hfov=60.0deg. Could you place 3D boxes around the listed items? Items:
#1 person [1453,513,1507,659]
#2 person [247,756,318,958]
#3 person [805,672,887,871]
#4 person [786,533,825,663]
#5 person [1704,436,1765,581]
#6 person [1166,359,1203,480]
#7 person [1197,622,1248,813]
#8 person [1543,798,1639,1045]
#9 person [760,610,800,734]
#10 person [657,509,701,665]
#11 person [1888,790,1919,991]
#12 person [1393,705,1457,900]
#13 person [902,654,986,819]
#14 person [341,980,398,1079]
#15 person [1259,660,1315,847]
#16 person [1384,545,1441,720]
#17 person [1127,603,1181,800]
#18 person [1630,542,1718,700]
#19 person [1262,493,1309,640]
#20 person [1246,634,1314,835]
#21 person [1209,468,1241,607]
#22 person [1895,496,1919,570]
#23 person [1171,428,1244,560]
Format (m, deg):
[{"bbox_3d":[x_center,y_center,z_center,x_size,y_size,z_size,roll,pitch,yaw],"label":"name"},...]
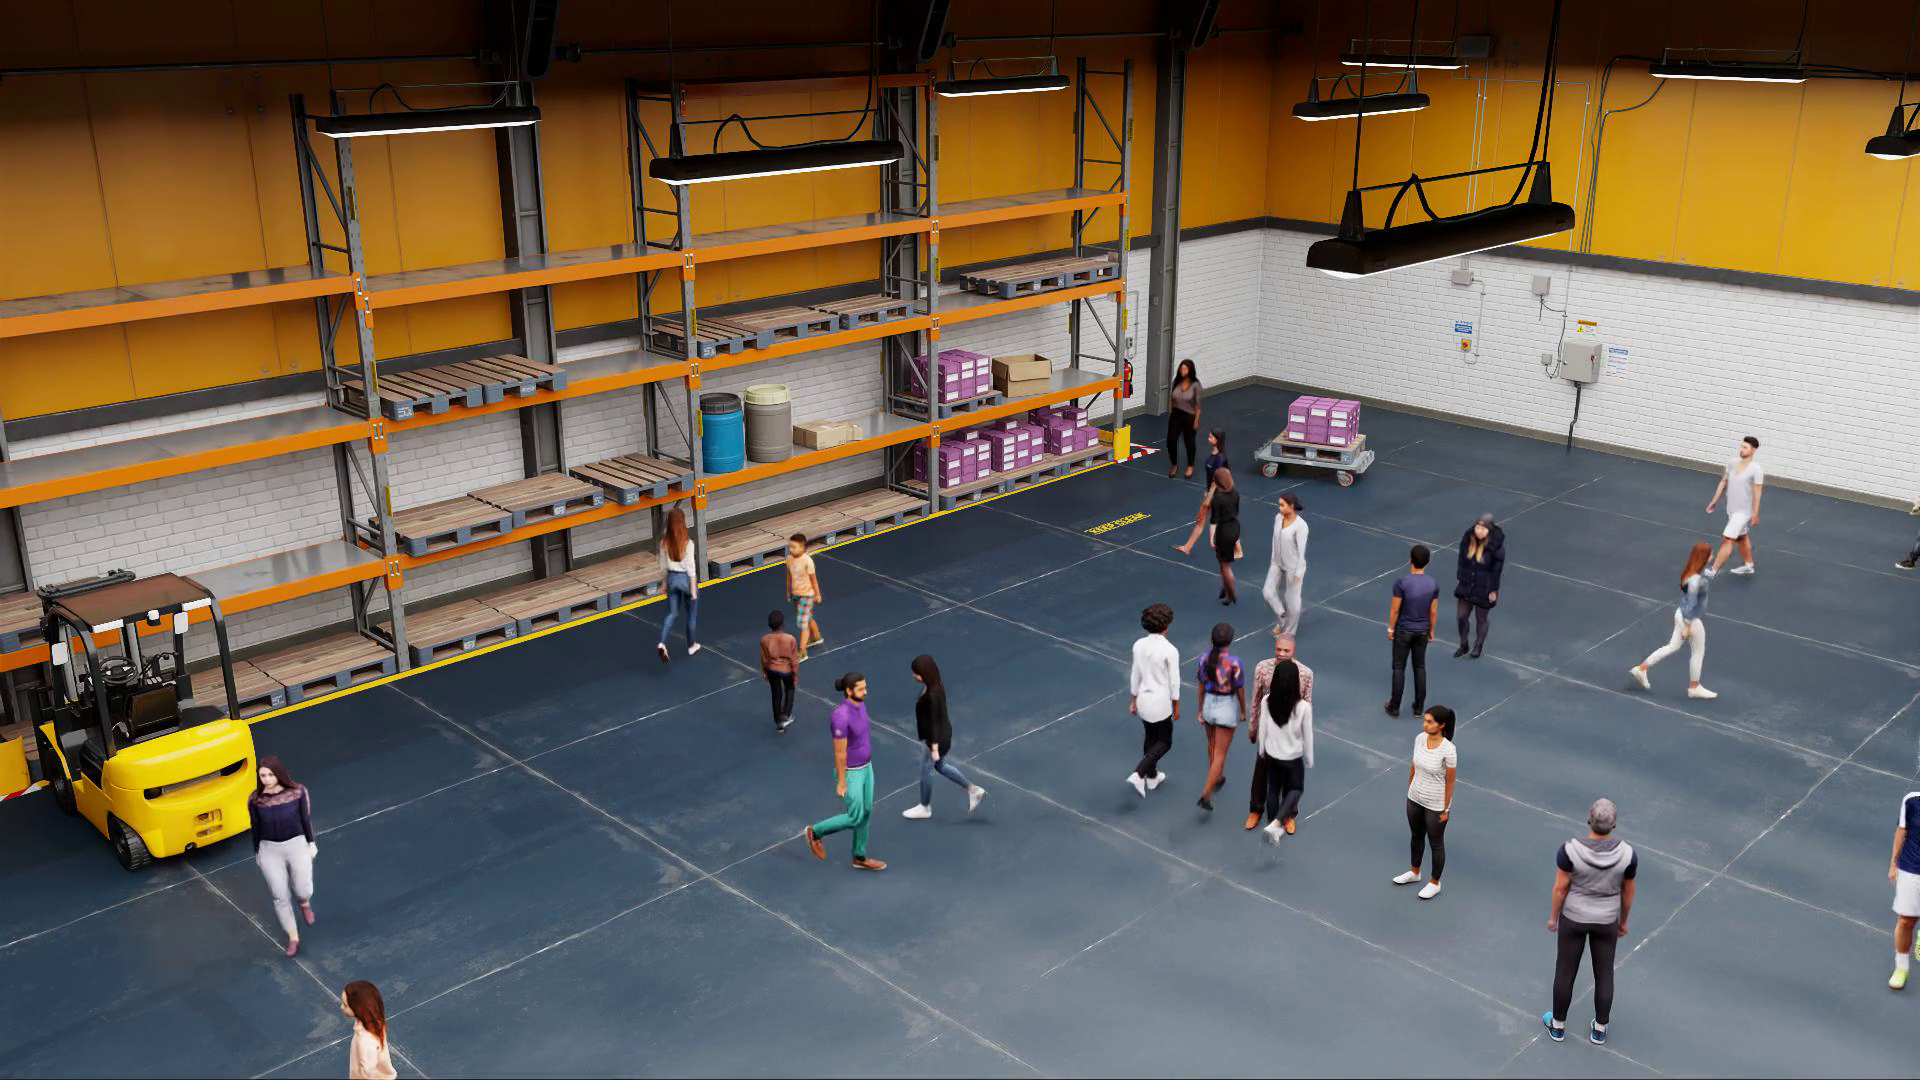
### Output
[{"bbox_3d":[5.690,0.488,18.143,0.701,1.660,0.699,14,23,36],"label":"person"},{"bbox_3d":[-5.131,2.365,12.667,0.836,1.596,0.860,-5,19,-14],"label":"person"},{"bbox_3d":[-0.970,1.914,13.766,0.934,1.752,0.977,8,20,22],"label":"person"},{"bbox_3d":[-1.673,0.594,18.202,0.622,1.420,0.904,14,23,35],"label":"person"},{"bbox_3d":[9.679,-0.376,20.487,1.310,1.802,1.105,-4,19,-13],"label":"person"},{"bbox_3d":[3.373,-1.798,24.673,0.768,1.825,0.803,10,21,28],"label":"person"},{"bbox_3d":[2.281,1.593,14.771,0.725,1.717,1.133,11,22,31],"label":"person"},{"bbox_3d":[4.358,2.635,11.502,0.773,1.830,0.782,3,19,10],"label":"person"},{"bbox_3d":[-1.781,1.309,16.350,0.640,1.248,0.698,0,19,1],"label":"person"},{"bbox_3d":[-3.061,0.513,17.988,0.870,1.711,1.089,6,20,18],"label":"person"},{"bbox_3d":[7.100,2.404,12.195,0.741,1.825,0.909,12,22,32],"label":"person"},{"bbox_3d":[3.790,2.089,13.410,0.594,1.646,0.618,-11,22,-29],"label":"person"},{"bbox_3d":[-0.136,1.724,14.558,1.028,1.605,0.985,2,19,6],"label":"person"},{"bbox_3d":[-3.535,3.310,10.039,0.621,1.484,0.625,-8,20,-22],"label":"person"},{"bbox_3d":[2.716,1.847,14.068,0.732,1.686,0.838,11,21,29],"label":"person"},{"bbox_3d":[4.535,0.914,16.684,0.682,1.784,0.766,-2,19,-5],"label":"person"},{"bbox_3d":[1.727,1.485,14.990,0.946,1.783,0.669,-17,25,-40],"label":"person"},{"bbox_3d":[7.405,0.823,17.126,1.022,1.673,1.104,5,19,13],"label":"person"},{"bbox_3d":[3.745,0.278,18.670,0.669,1.722,0.696,-14,23,-35],"label":"person"},{"bbox_3d":[2.778,1.652,14.455,0.772,1.808,0.774,5,19,14],"label":"person"},{"bbox_3d":[3.207,-0.011,19.588,0.581,1.682,0.681,-14,23,-35],"label":"person"},{"bbox_3d":[12.284,-0.321,20.890,1.025,1.440,0.969,0,19,0],"label":"person"},{"bbox_3d":[3.363,-0.538,21.105,1.157,1.713,1.096,0,19,0],"label":"person"}]
